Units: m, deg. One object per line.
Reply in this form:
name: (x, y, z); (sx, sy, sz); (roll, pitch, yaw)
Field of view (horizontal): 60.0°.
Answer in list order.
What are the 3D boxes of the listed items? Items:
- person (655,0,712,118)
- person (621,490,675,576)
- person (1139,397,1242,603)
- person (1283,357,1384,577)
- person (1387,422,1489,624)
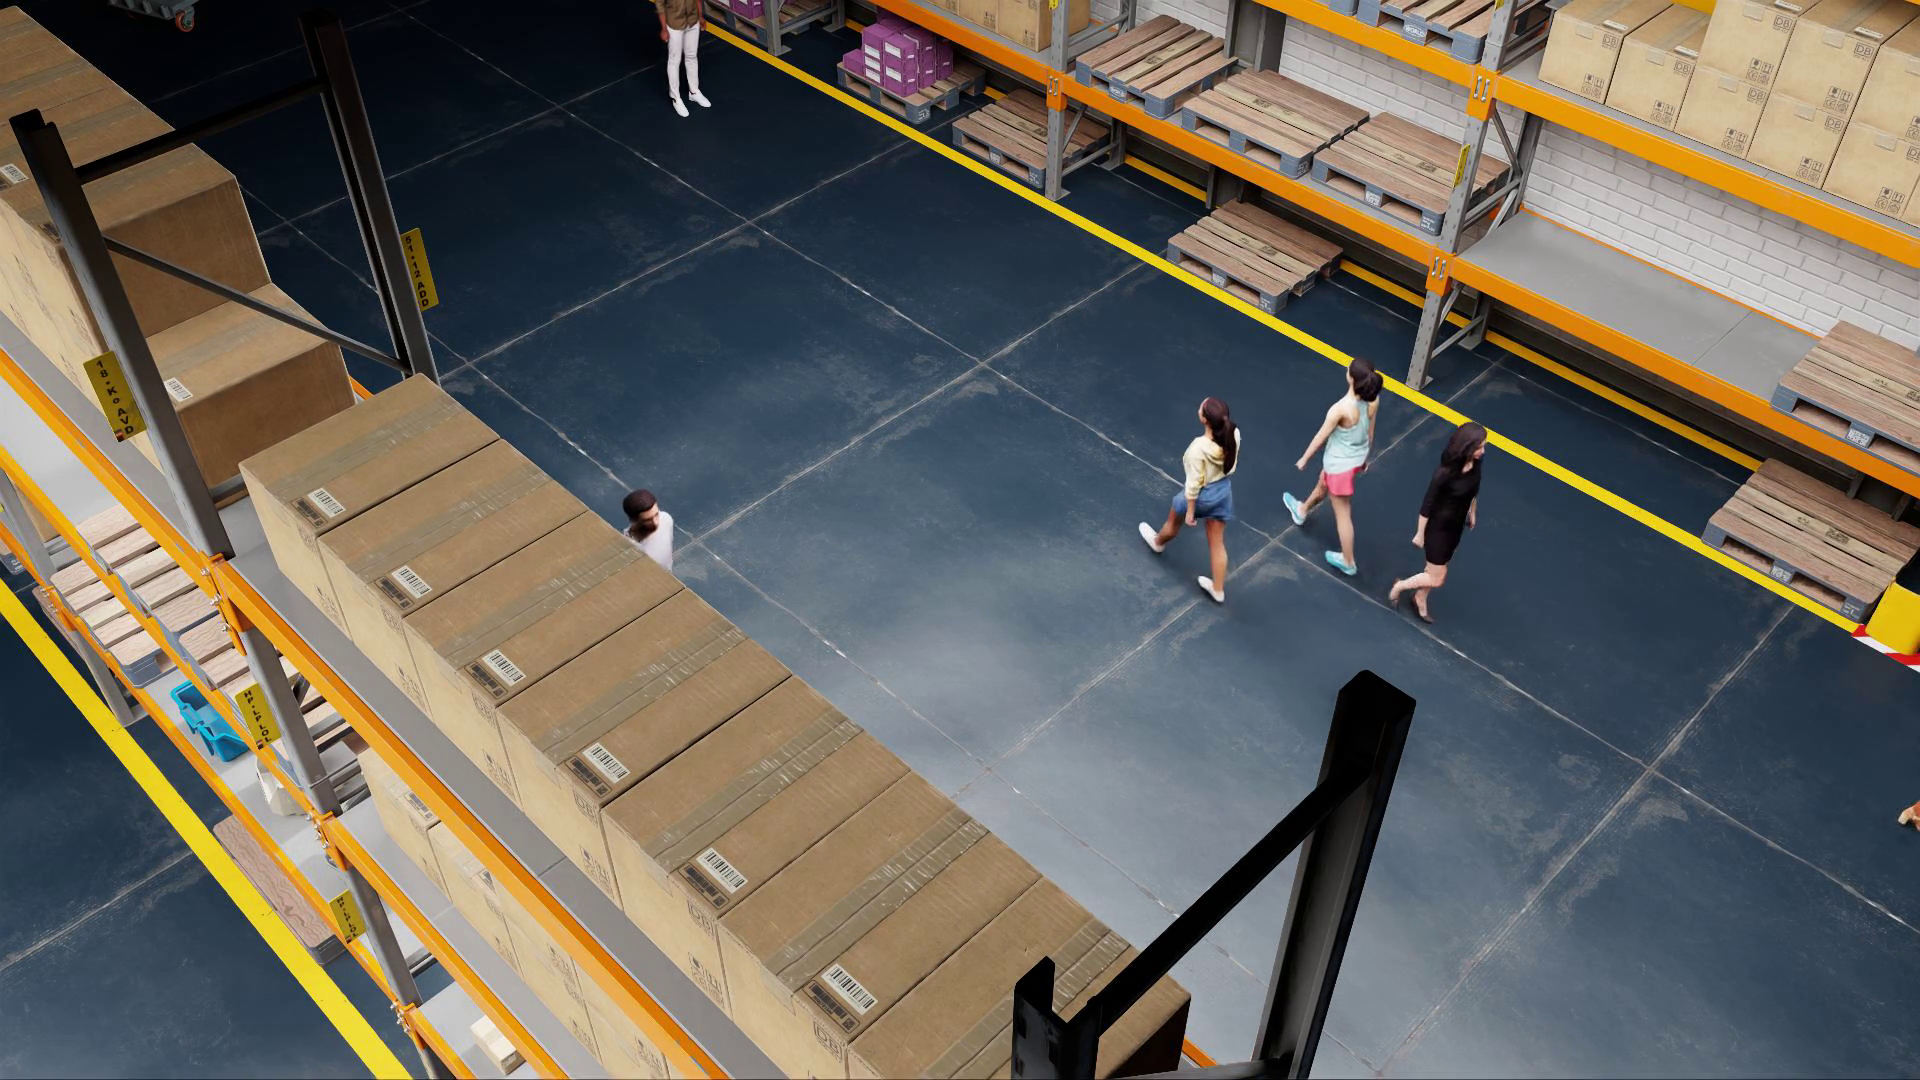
person: (-2.724, -5.065, 16.199); (0.707, 1.823, 0.562); (-33, 53, -30)
person: (-2.029, 0.353, 10.517); (1.209, 1.816, 0.649); (33, 53, 30)
person: (1.735, -0.234, 11.299); (0.779, 1.586, 1.119); (-26, 49, -25)
person: (2.684, -0.462, 11.434); (0.753, 1.730, 1.129); (-25, 49, -24)
person: (3.139, -0.129, 11.041); (0.627, 1.790, 0.687); (-30, 51, -28)
